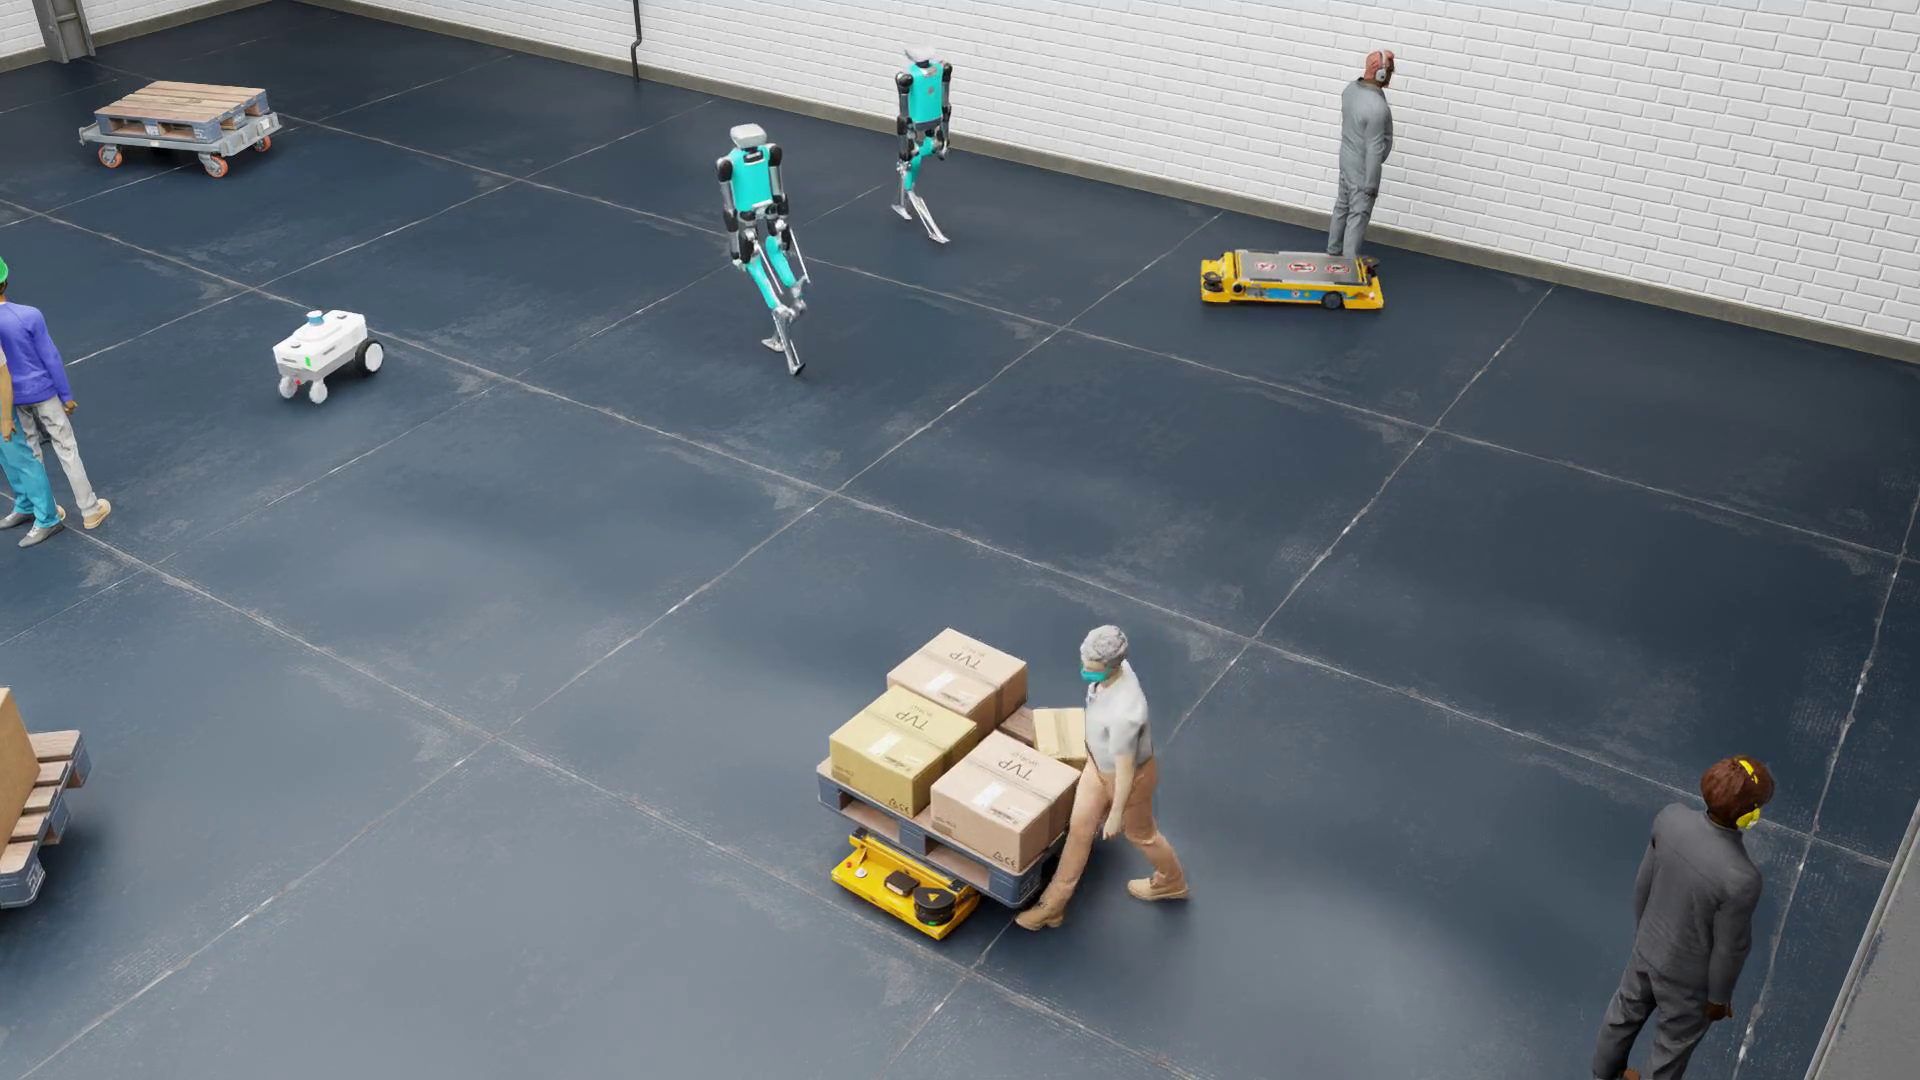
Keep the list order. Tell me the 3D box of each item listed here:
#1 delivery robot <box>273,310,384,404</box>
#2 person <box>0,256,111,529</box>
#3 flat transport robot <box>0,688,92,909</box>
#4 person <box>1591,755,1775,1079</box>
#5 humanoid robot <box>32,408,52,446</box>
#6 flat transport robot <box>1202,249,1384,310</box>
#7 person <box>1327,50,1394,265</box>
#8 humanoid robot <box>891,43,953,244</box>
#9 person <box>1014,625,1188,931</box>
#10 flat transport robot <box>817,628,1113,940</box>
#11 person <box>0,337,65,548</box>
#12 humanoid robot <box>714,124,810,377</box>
[{"bbox_3d":[-4.639,-1.385,12.161,0.499,0.609,0.805,11,34,17],"label":"delivery robot"},{"bbox_3d":[-5.677,-0.891,10.161,0.461,1.876,0.341,-8,34,-13],"label":"person"},{"bbox_3d":[-4.843,1.522,7.888,0.659,0.231,1.431,-5,33,-8],"label":"flat transport robot"},{"bbox_3d":[2.741,1.578,6.317,0.354,1.875,0.492,-12,35,-18],"label":"person"},{"bbox_3d":[-6.580,-1.306,11.008,0.708,1.637,0.596,-22,39,-31],"label":"humanoid robot"},{"bbox_3d":[2.699,-2.124,13.561,1.431,0.231,0.659,4,33,6],"label":"flat transport robot"},{"bbox_3d":[3.263,-3.008,13.434,0.404,1.899,0.632,-6,33,-9],"label":"person"},{"bbox_3d":[-0.437,-3.441,14.302,0.552,1.761,1.044,-22,39,-30],"label":"humanoid robot"},{"bbox_3d":[0.676,1.035,7.332,0.878,1.684,0.497,-8,34,-12],"label":"person"},{"bbox_3d":[0.079,1.350,8.155,0.659,0.231,1.431,22,39,31],"label":"flat transport robot"},{"bbox_3d":[-5.862,-0.830,10.096,0.562,1.839,0.390,26,41,34],"label":"person"},{"bbox_3d":[-1.325,-2.051,12.159,0.551,1.850,0.858,-23,39,-32],"label":"humanoid robot"}]
